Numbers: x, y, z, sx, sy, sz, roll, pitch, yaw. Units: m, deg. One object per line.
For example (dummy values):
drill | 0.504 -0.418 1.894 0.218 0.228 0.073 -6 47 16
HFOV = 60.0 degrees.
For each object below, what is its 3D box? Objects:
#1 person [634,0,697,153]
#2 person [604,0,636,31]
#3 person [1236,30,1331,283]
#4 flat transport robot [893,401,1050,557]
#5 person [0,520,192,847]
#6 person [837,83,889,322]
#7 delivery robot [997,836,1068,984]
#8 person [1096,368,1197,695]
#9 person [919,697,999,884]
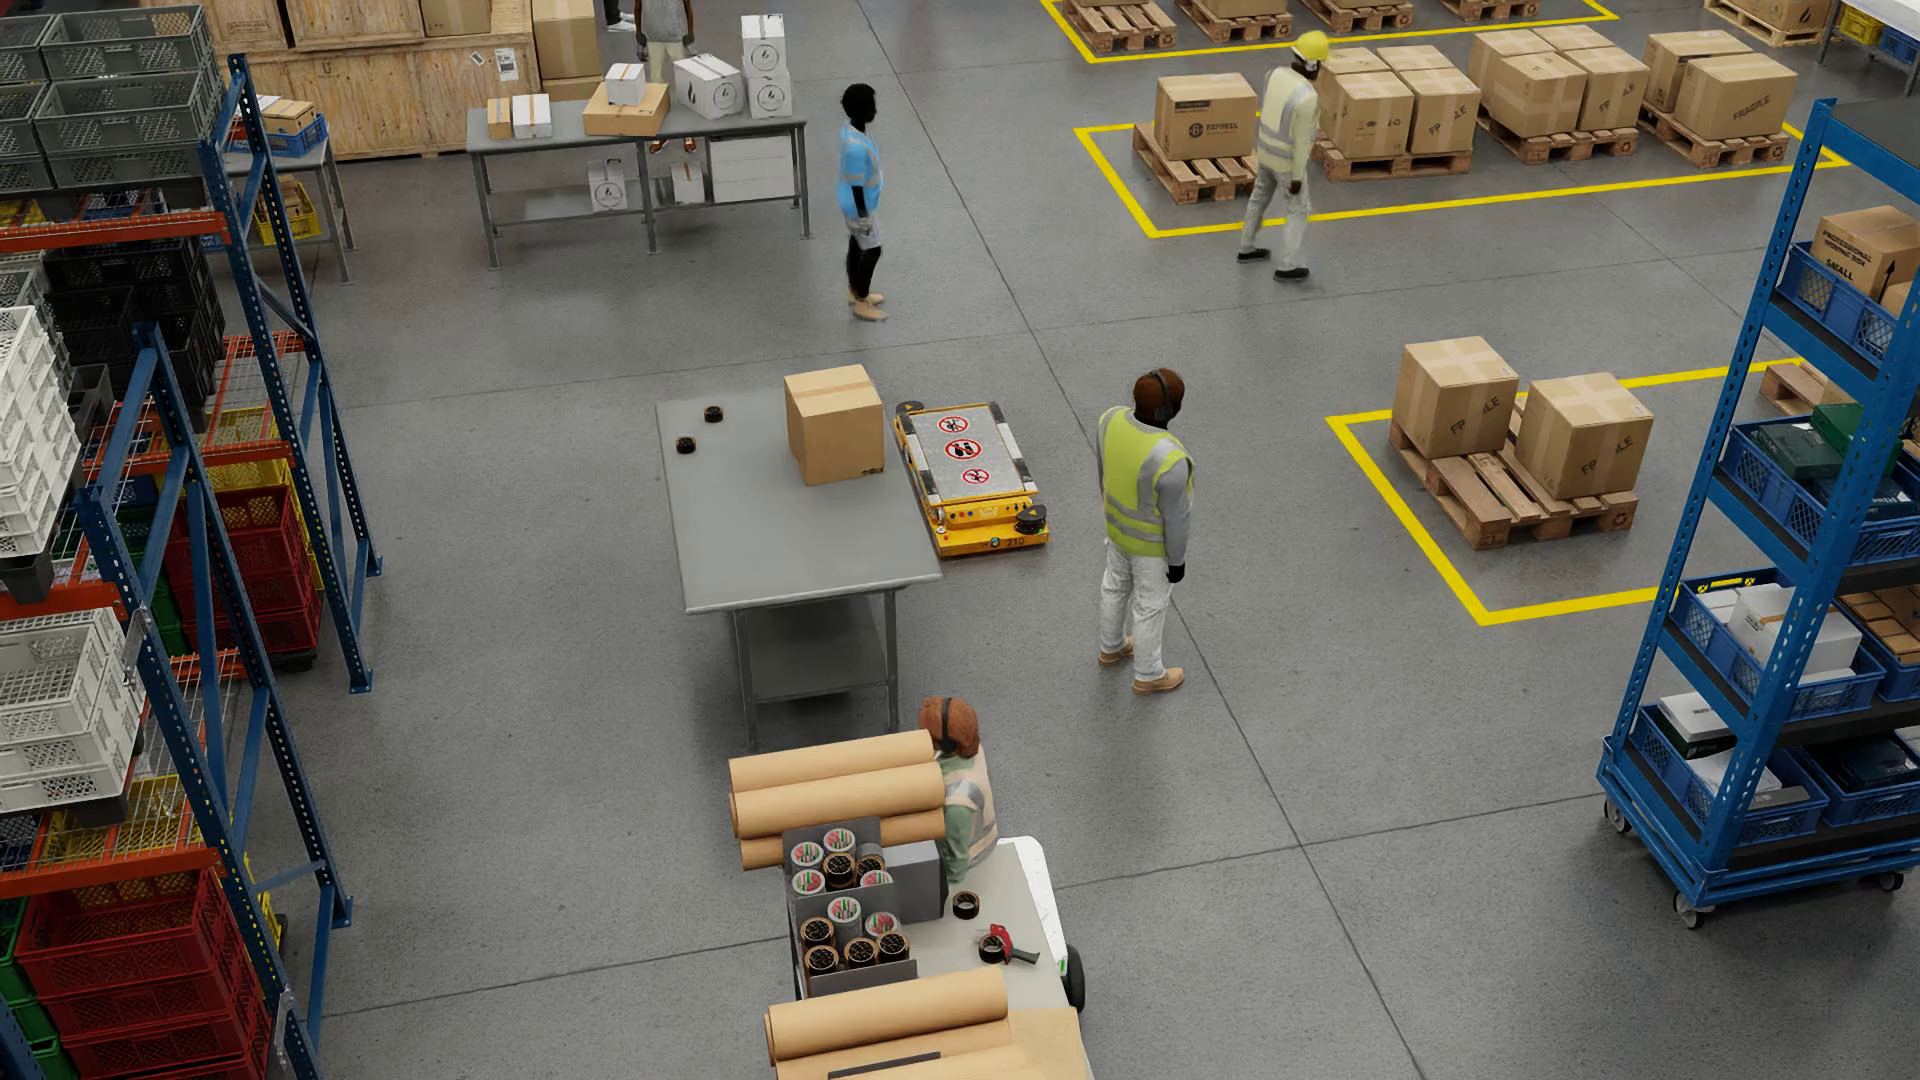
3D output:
person | -2.439 -4.125 13.745 0.507 1.872 0.329 0 37 0
person | -3.418 -5.912 16.117 0.386 1.912 0.591 -9 38 -12
person | 2.362 -2.784 12.001 0.459 1.804 0.617 -14 39 -18
flat transport robot | 0.046 -0.430 10.108 0.652 0.197 1.431 -8 37 -10
person | -3.845 0.638 7.295 0.635 1.933 0.376 4 37 6
person | -0.668 -2.341 11.494 0.350 1.696 0.560 -3 37 -5
delivery robot | 0.234 1.591 7.081 0.477 0.478 0.707 -5 37 -6
person | 0.931 -0.042 8.282 0.429 1.844 0.627 -21 42 -26
person | -0.005 1.271 6.691 0.316 1.631 0.527 0 37 0
